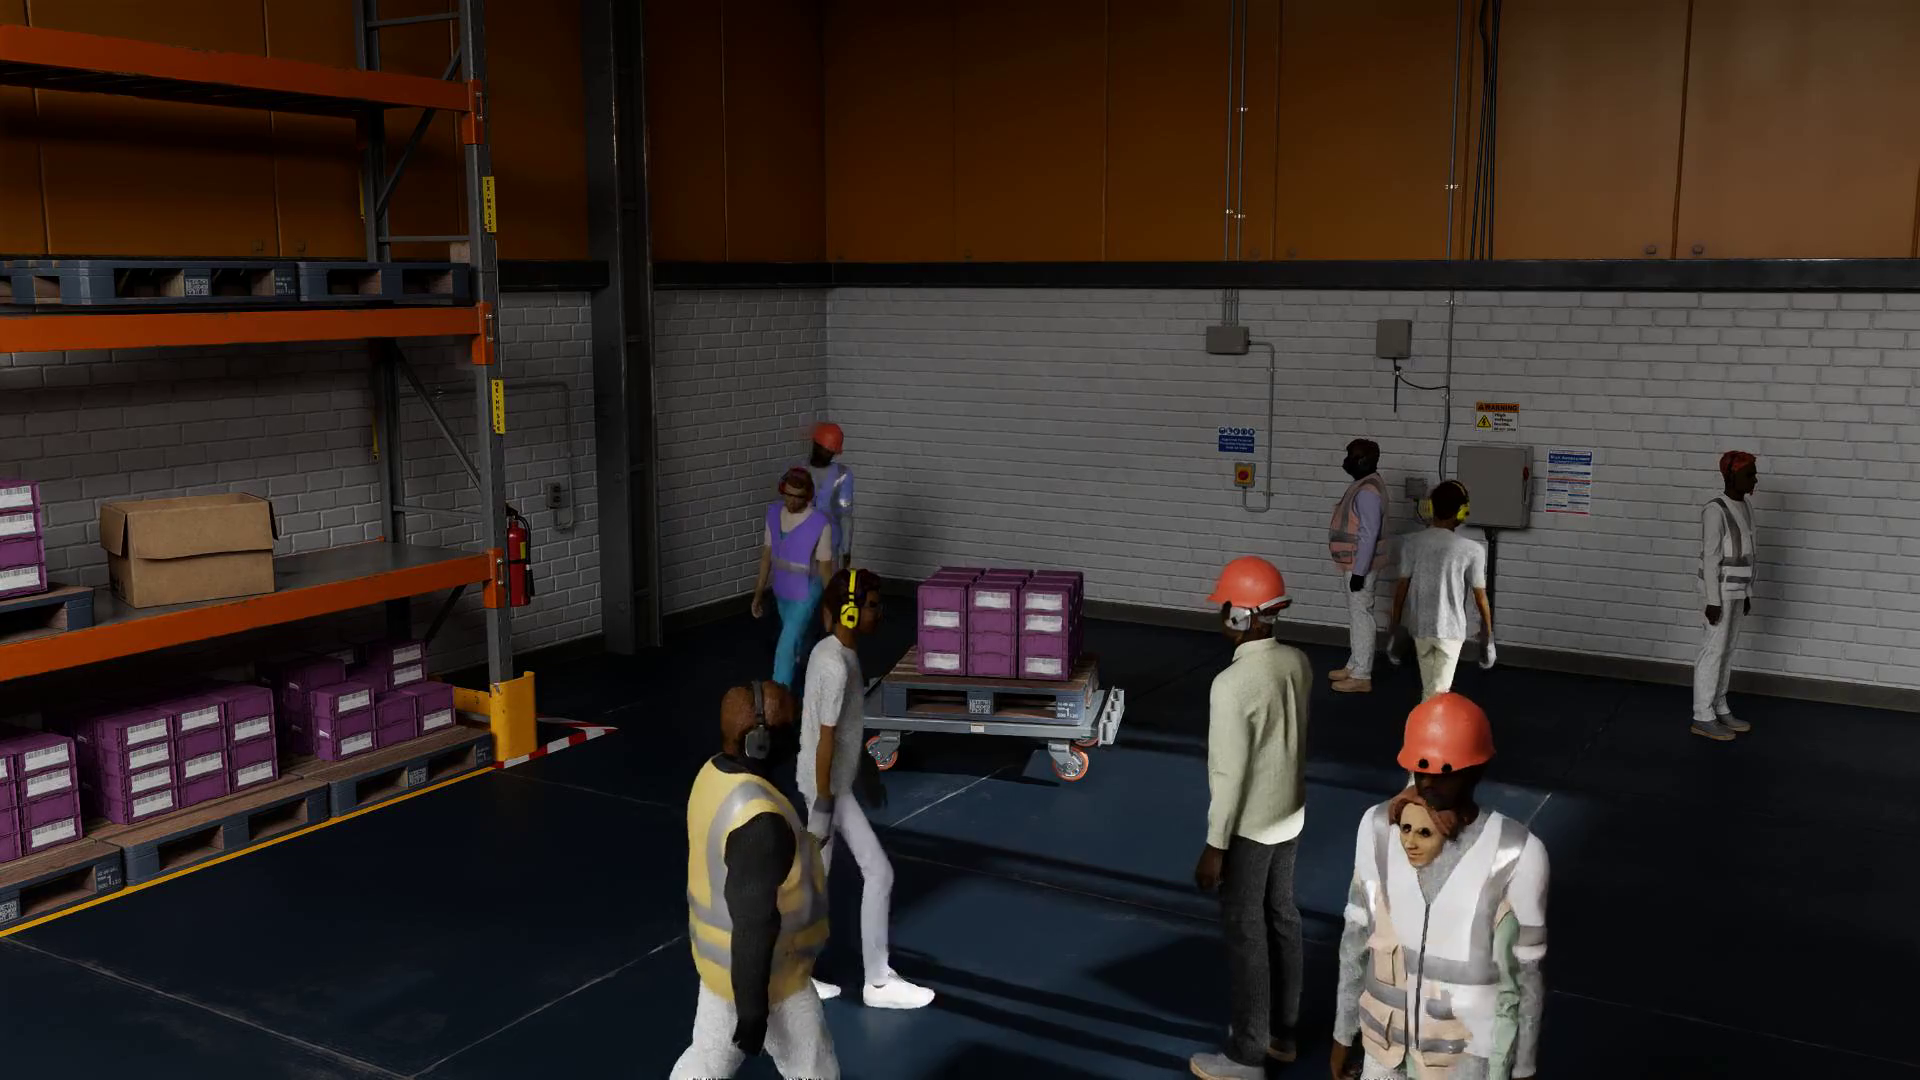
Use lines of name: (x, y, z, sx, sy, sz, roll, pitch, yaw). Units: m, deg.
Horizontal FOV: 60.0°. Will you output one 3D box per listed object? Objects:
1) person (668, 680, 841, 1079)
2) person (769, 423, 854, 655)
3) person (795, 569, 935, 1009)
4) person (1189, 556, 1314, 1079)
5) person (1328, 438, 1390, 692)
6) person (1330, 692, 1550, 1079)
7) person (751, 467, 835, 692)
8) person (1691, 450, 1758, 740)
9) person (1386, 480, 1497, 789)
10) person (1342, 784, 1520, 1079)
person: (-0.681, 1.313, 5.184, 0.939, 1.805, 0.637, -3, 10, -21)
person: (-1.155, 0.015, 13.002, 0.676, 1.887, 0.485, 1, 9, 4)
person: (-0.432, 1.030, 6.846, 0.810, 1.836, 0.518, -2, 9, -10)
person: (1.089, 1.045, 6.239, 0.393, 1.994, 0.615, 7, 12, 39)
person: (2.897, 0.180, 12.120, 0.429, 1.844, 0.625, 2, 9, 10)
person: (1.318, 1.353, 4.640, 0.554, 1.929, 0.640, 7, 12, 39)
person: (-1.028, 0.380, 11.030, 0.910, 1.789, 0.628, -8, 12, -43)
person: (5.029, 0.355, 10.899, 0.350, 1.882, 0.583, 9, 13, 43)
person: (2.877, 0.560, 9.779, 0.566, 1.825, 0.924, 8, 12, 40)
person: (1.310, 1.469, 4.700, 0.516, 1.640, 0.314, 8, 12, 40)
